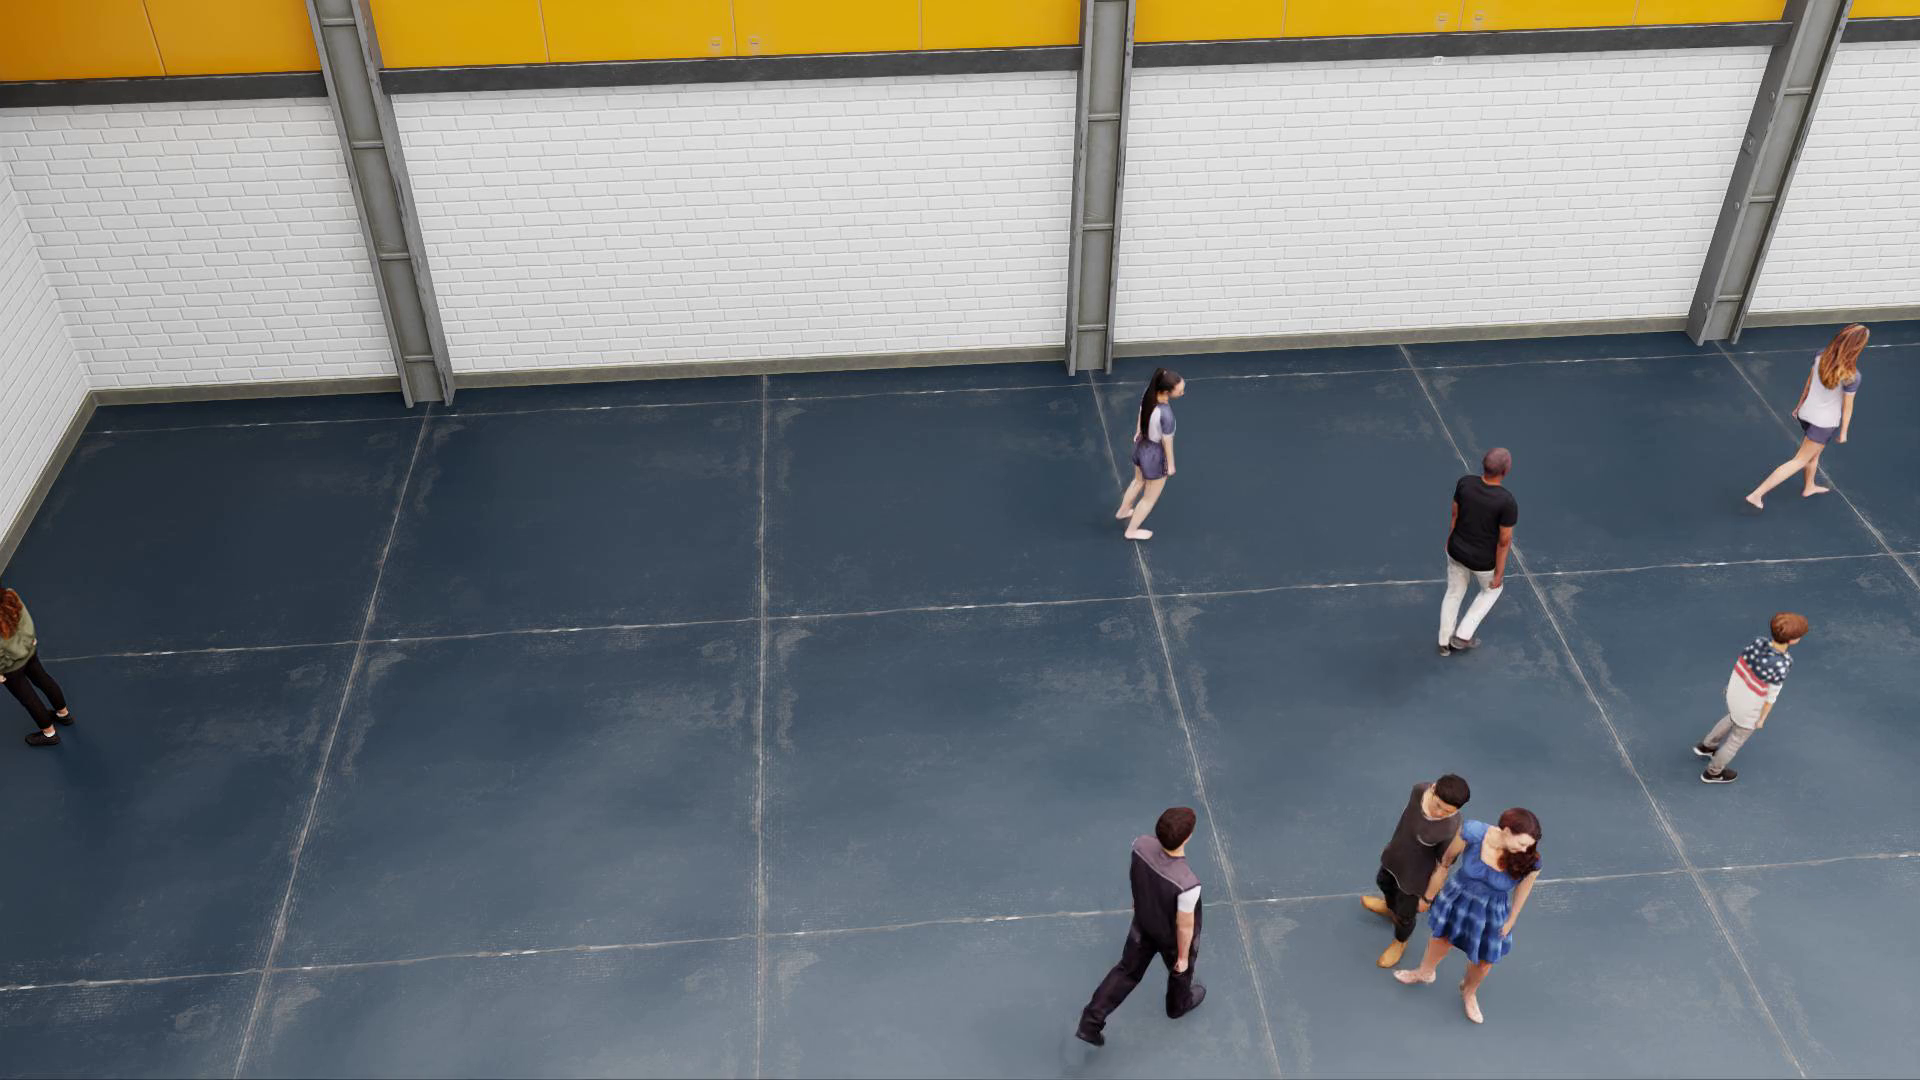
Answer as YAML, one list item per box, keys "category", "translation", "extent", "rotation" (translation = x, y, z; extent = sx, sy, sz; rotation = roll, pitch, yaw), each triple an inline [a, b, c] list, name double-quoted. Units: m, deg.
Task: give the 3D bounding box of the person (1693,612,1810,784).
- category: "person"
  translation: [5.192, 1.040, 10.993]
  extent: [0.597, 1.426, 0.558]
  rotation: [-8, 39, -9]

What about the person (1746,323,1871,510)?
- category: "person"
  translation: [6.775, -0.940, 13.258]
  extent: [1.121, 1.694, 0.740]
  rotation: [-9, 40, -11]

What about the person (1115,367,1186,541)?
- category: "person"
  translation: [1.441, -0.658, 12.959]
  extent: [0.663, 1.626, 0.776]
  rotation: [-22, 44, -25]

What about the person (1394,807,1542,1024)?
- category: "person"
  translation: [2.852, 2.055, 9.438]
  extent: [0.911, 1.781, 0.807]
  rotation: [-32, 48, -33]

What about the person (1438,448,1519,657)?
- category: "person"
  translation: [3.604, 0.147, 11.818]
  extent: [0.855, 1.793, 0.811]
  rotation: [-31, 48, -33]

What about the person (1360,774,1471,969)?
- category: "person"
  translation: [2.664, 1.874, 9.750]
  extent: [0.642, 1.674, 0.854]
  rotation: [-2, 39, -3]

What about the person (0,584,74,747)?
- category: "person"
  translation: [-6.408, 0.781, 11.278]
  extent: [0.556, 1.475, 0.625]
  rotation: [4, 39, 5]

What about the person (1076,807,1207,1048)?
- category: "person"
  translation: [1.047, 2.194, 9.235]
  extent: [1.240, 1.818, 1.069]
  rotation: [-27, 46, -30]
